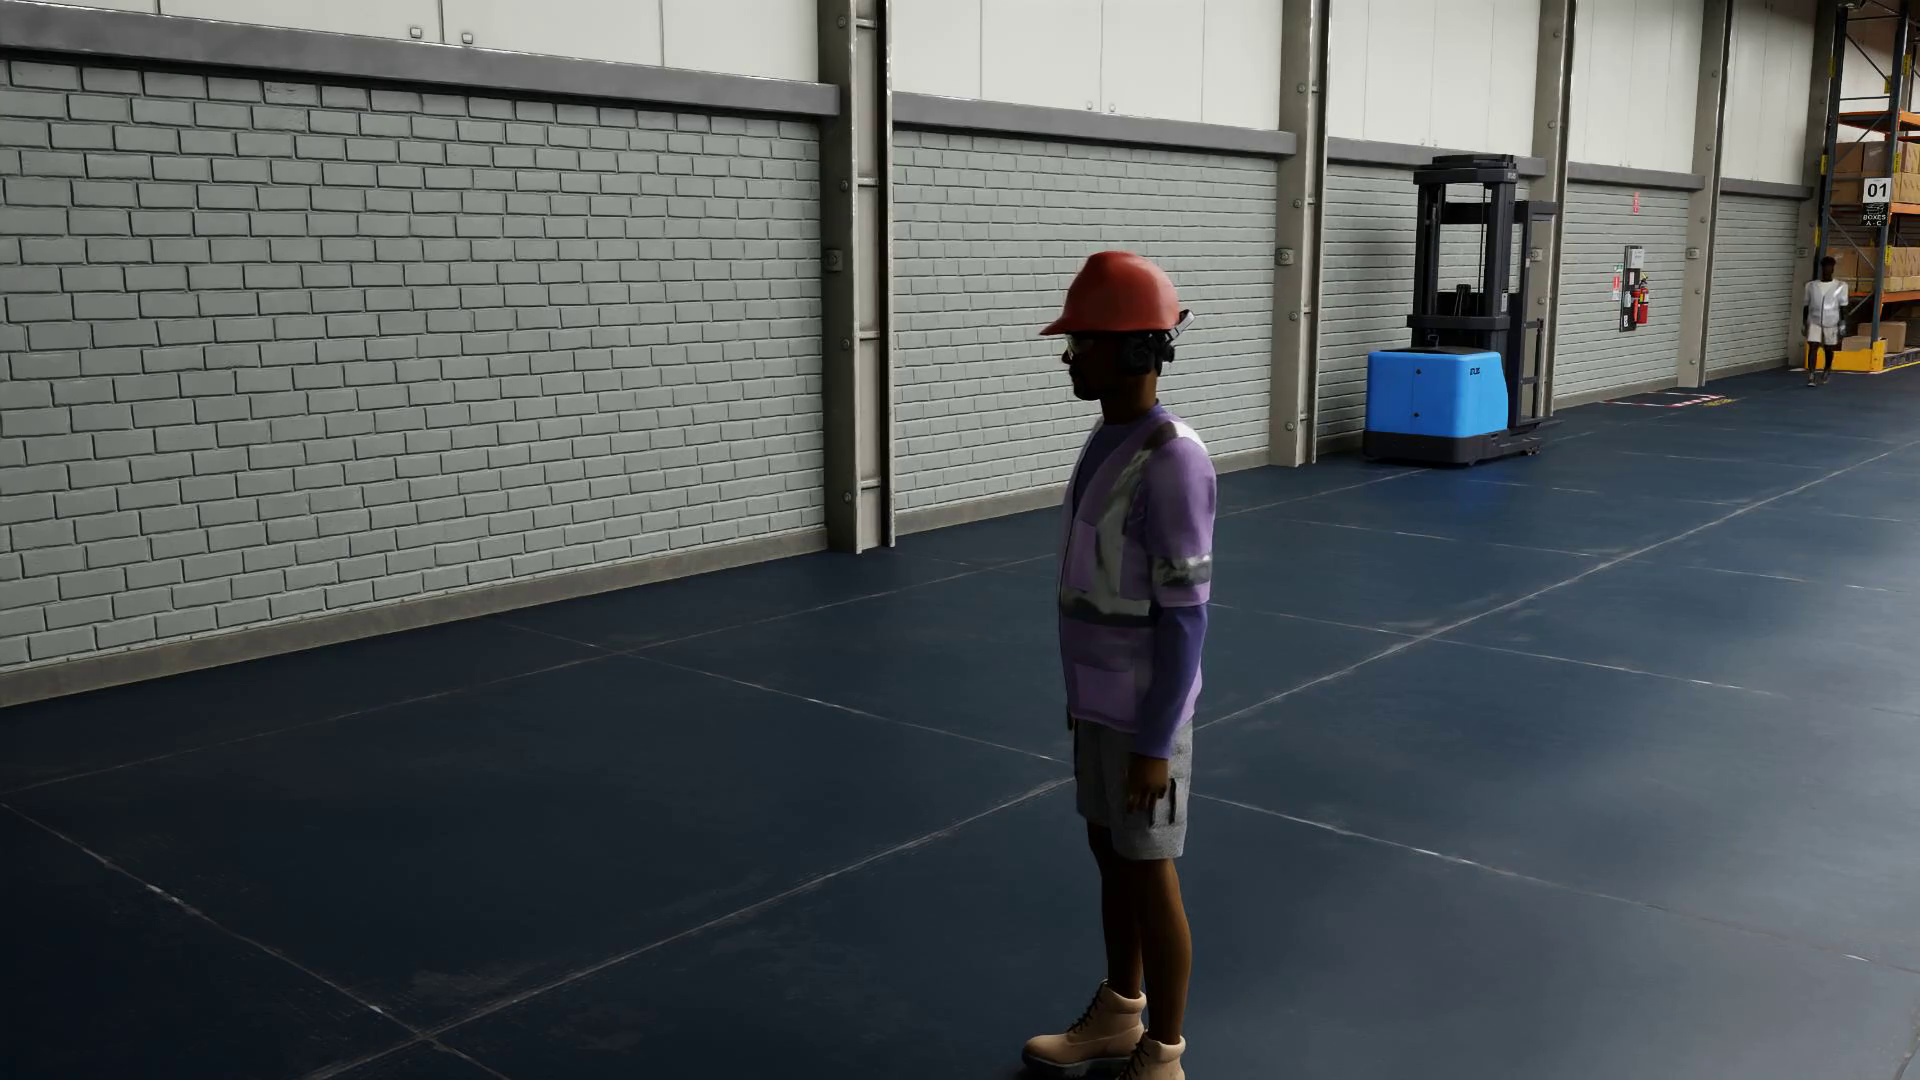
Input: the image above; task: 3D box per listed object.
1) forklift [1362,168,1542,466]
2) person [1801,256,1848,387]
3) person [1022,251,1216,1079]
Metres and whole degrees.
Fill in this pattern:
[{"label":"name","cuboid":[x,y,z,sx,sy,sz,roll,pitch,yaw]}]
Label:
[{"label":"forklift","cuboid":[4.875,-2.212,16.287,1.129,2.768,1.873,8,13,40]},{"label":"person","cuboid":[13.038,-3.302,25.083,0.609,1.939,0.881,6,12,32]},{"label":"person","cuboid":[0.366,0.364,3.876,0.378,2.045,0.605,-2,10,-12]}]
